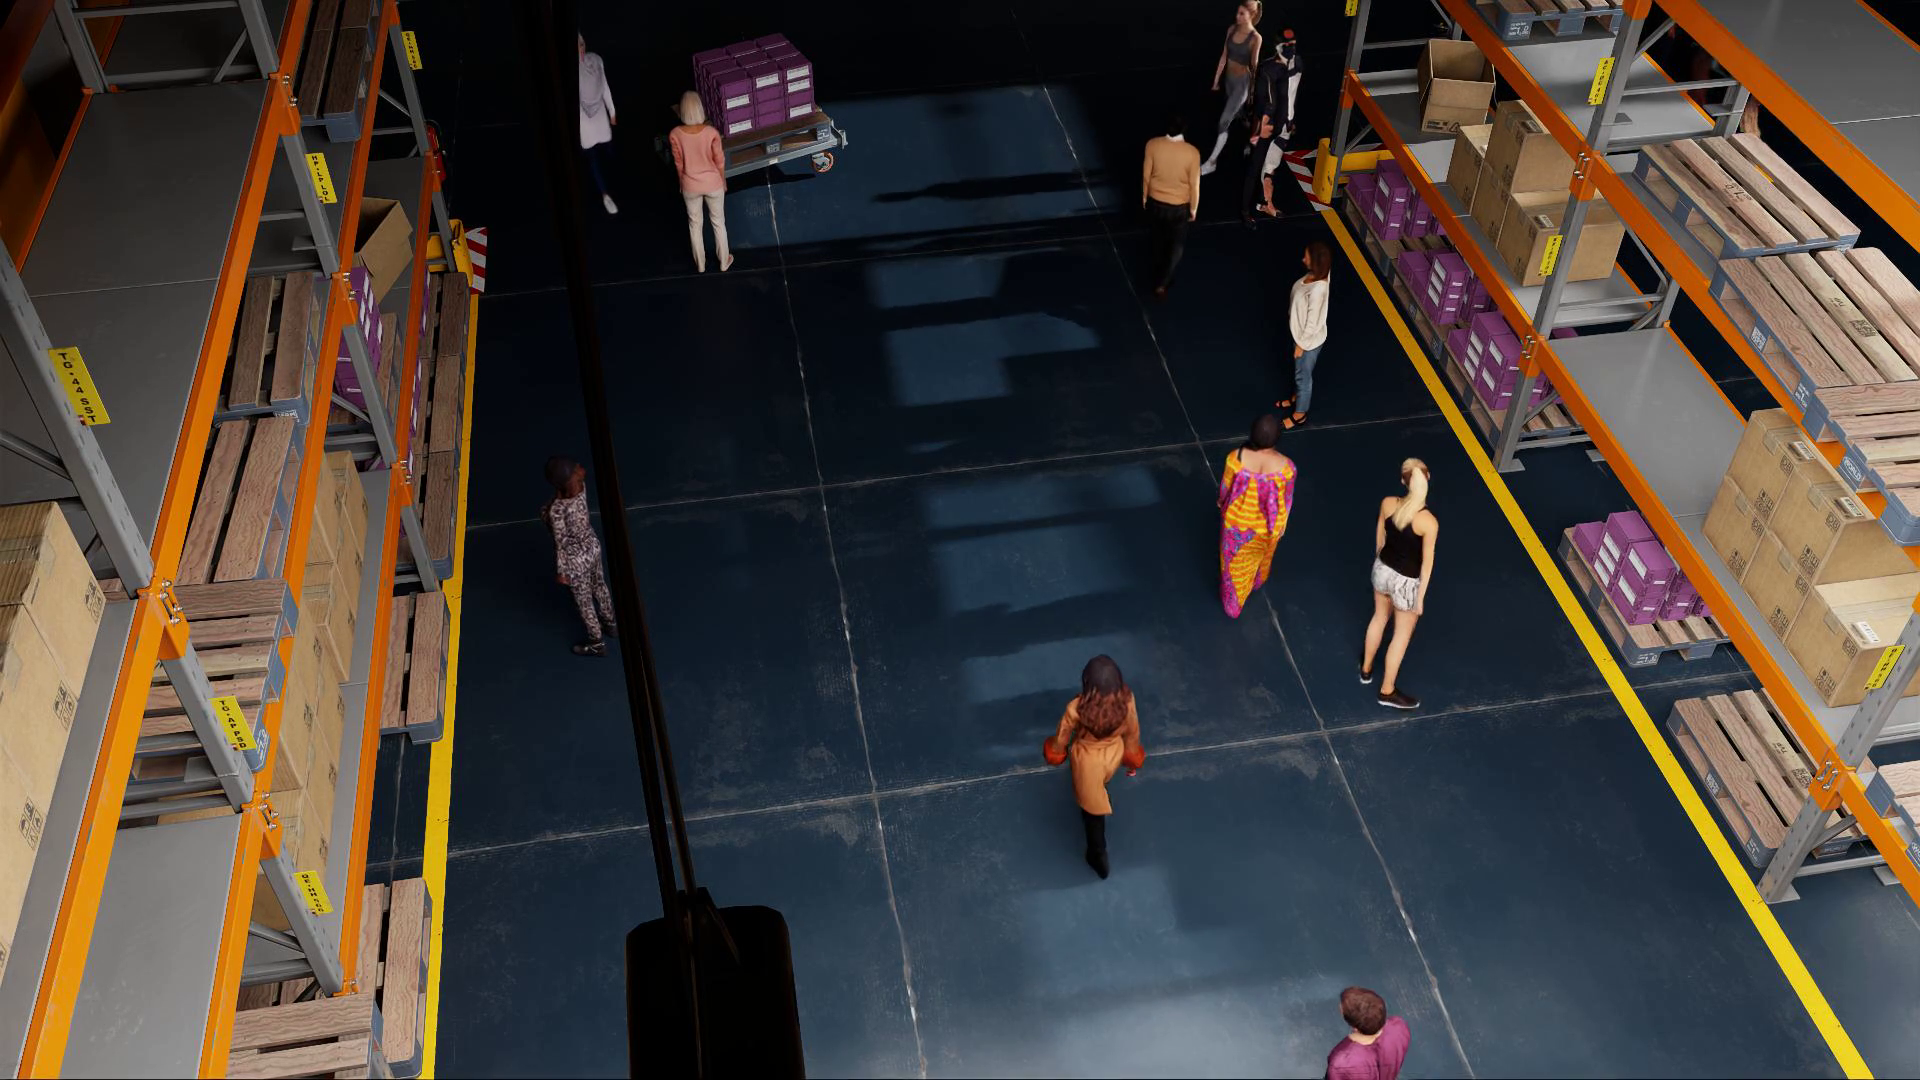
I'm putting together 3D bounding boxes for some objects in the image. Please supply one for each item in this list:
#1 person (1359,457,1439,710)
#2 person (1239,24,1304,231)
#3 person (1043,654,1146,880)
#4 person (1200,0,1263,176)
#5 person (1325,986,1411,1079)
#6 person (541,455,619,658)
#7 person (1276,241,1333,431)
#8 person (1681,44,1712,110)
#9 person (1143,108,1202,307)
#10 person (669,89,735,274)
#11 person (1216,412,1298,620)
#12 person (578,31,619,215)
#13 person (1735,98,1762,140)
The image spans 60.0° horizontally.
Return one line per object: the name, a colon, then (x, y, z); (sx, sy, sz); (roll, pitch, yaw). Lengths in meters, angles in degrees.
person: (2.831, 0.291, 10.711); (0.953, 1.820, 0.764); (-19, 47, -19)
person: (2.783, -3.709, 14.857); (0.767, 1.893, 0.743); (-25, 49, -24)
person: (0.828, 1.371, 9.666); (0.783, 1.698, 0.936); (-13, 45, -13)
person: (2.668, -4.280, 15.623); (0.972, 1.664, 1.149); (-26, 49, -24)
person: (1.955, 2.823, 8.065); (0.934, 1.804, 1.153); (-19, 47, -19)
person: (-2.517, 0.104, 10.985); (0.735, 1.713, 0.646); (13, 45, 13)
person: (2.676, -1.587, 12.786); (0.740, 1.678, 0.591); (6, 44, 7)
person: (6.566, -3.779, 15.171); (0.628, 1.561, 0.636); (-23, 48, -23)
person: (1.733, -2.787, 14.004); (0.979, 1.734, 1.130); (16, 46, 16)
person: (-2.226, -3.078, 14.317); (0.624, 1.724, 0.557); (-2, 44, -2)
person: (1.977, -0.146, 11.292); (0.807, 1.652, 0.945); (6, 44, 6)
person: (-3.386, -3.843, 15.093); (0.854, 1.762, 1.031); (-26, 49, -25)
person: (6.599, -2.946, 14.204); (0.770, 1.689, 0.821); (-28, 50, -26)
